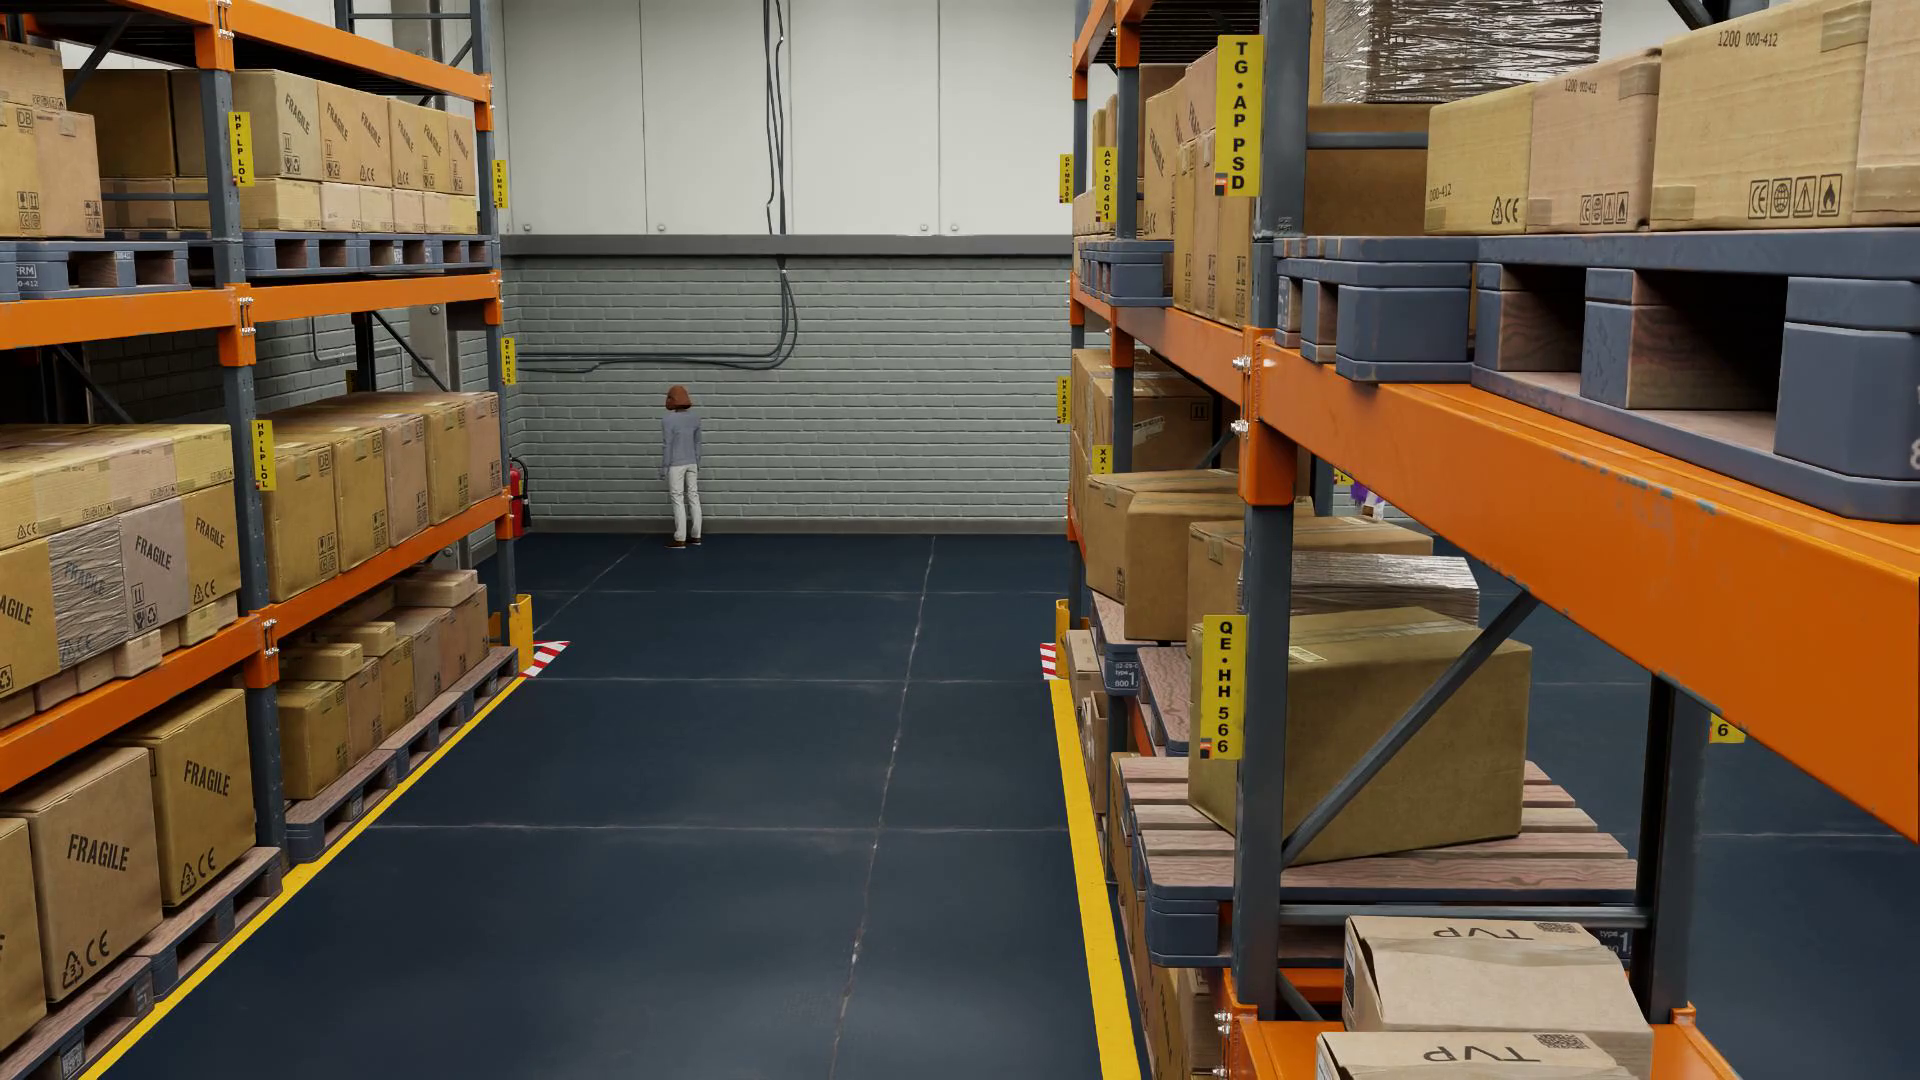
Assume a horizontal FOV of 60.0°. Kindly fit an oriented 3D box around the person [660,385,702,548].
[{"bbox_3d":[-2.800,-0.733,16.693,0.269,1.632,0.508,8,13,38],"label":"person"}]

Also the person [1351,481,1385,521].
[{"bbox_3d":[3.383,-0.381,13.847,0.350,1.942,0.545,1,10,4],"label":"person"}]
